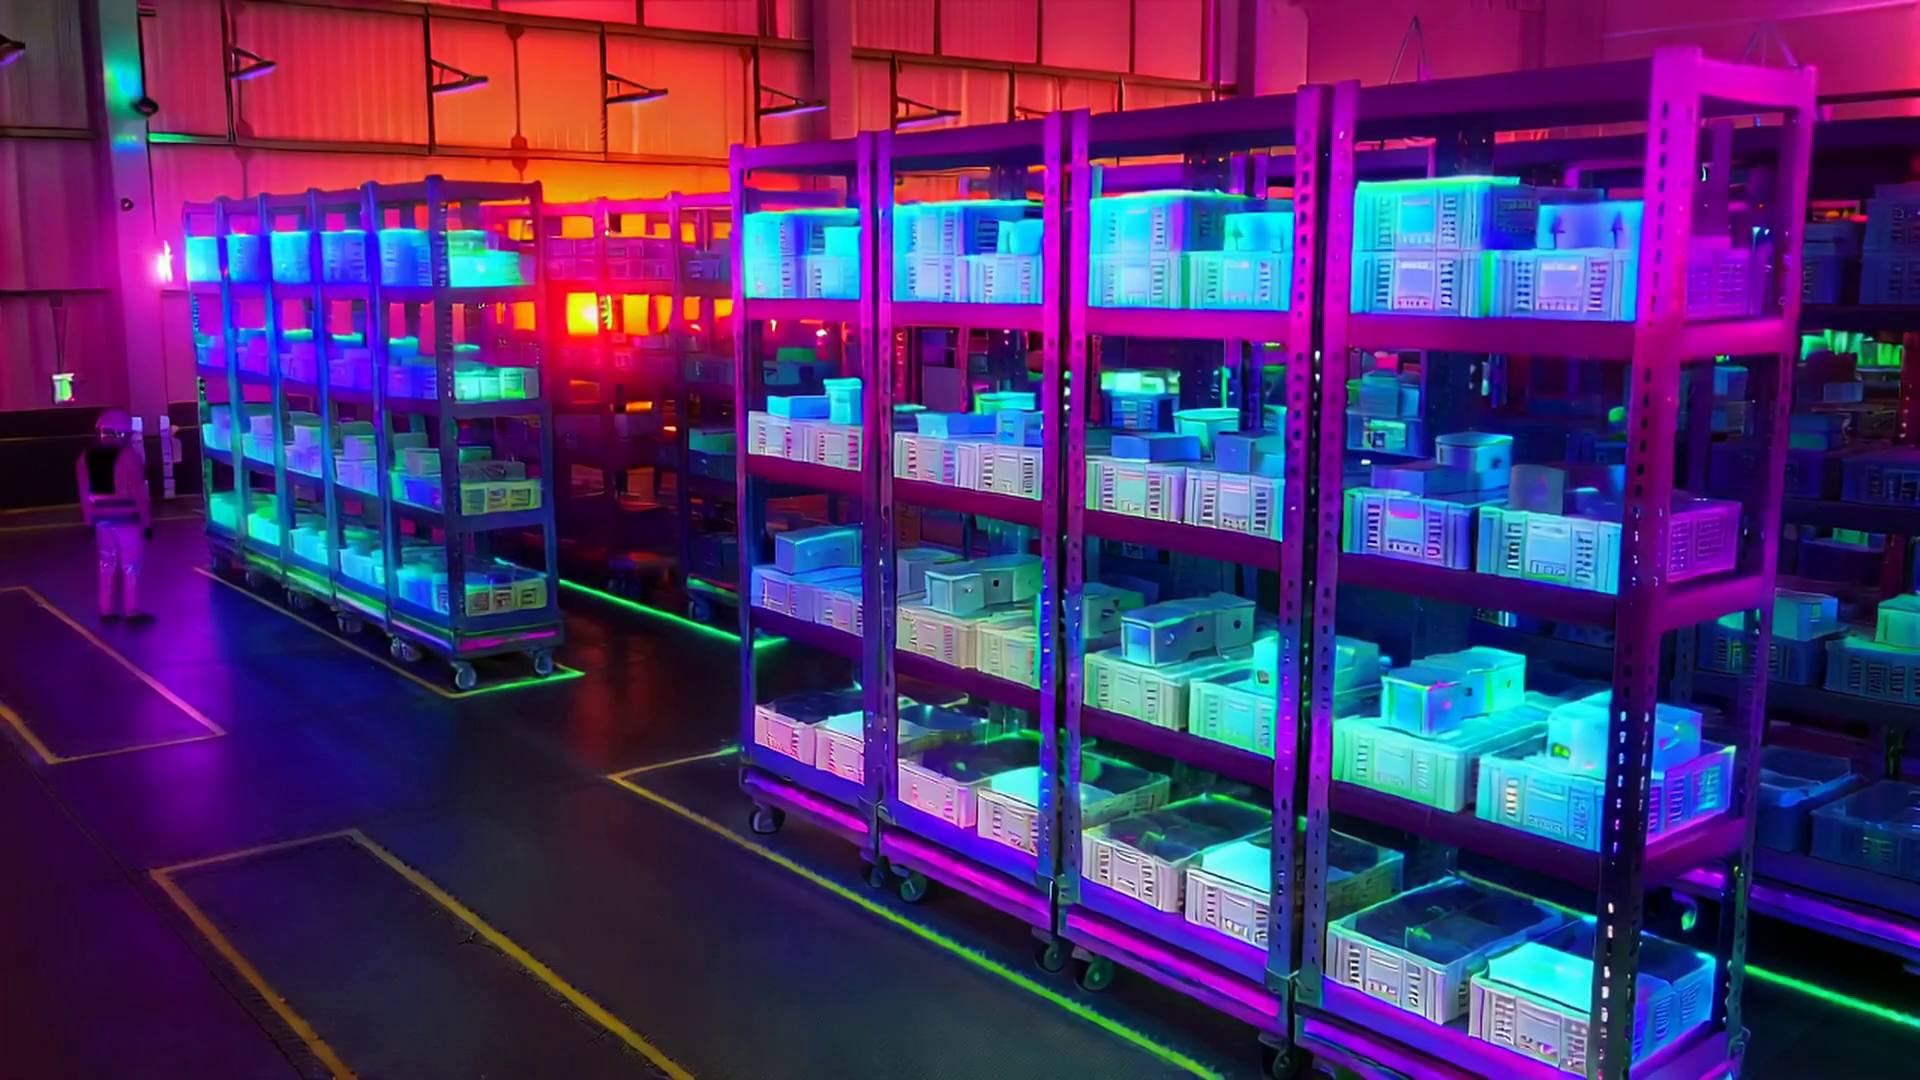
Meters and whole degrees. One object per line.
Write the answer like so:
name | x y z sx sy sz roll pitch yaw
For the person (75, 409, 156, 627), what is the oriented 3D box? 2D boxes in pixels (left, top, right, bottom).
person | -6.998 -0.175 13.824 0.602 1.823 0.404 2 10 12
